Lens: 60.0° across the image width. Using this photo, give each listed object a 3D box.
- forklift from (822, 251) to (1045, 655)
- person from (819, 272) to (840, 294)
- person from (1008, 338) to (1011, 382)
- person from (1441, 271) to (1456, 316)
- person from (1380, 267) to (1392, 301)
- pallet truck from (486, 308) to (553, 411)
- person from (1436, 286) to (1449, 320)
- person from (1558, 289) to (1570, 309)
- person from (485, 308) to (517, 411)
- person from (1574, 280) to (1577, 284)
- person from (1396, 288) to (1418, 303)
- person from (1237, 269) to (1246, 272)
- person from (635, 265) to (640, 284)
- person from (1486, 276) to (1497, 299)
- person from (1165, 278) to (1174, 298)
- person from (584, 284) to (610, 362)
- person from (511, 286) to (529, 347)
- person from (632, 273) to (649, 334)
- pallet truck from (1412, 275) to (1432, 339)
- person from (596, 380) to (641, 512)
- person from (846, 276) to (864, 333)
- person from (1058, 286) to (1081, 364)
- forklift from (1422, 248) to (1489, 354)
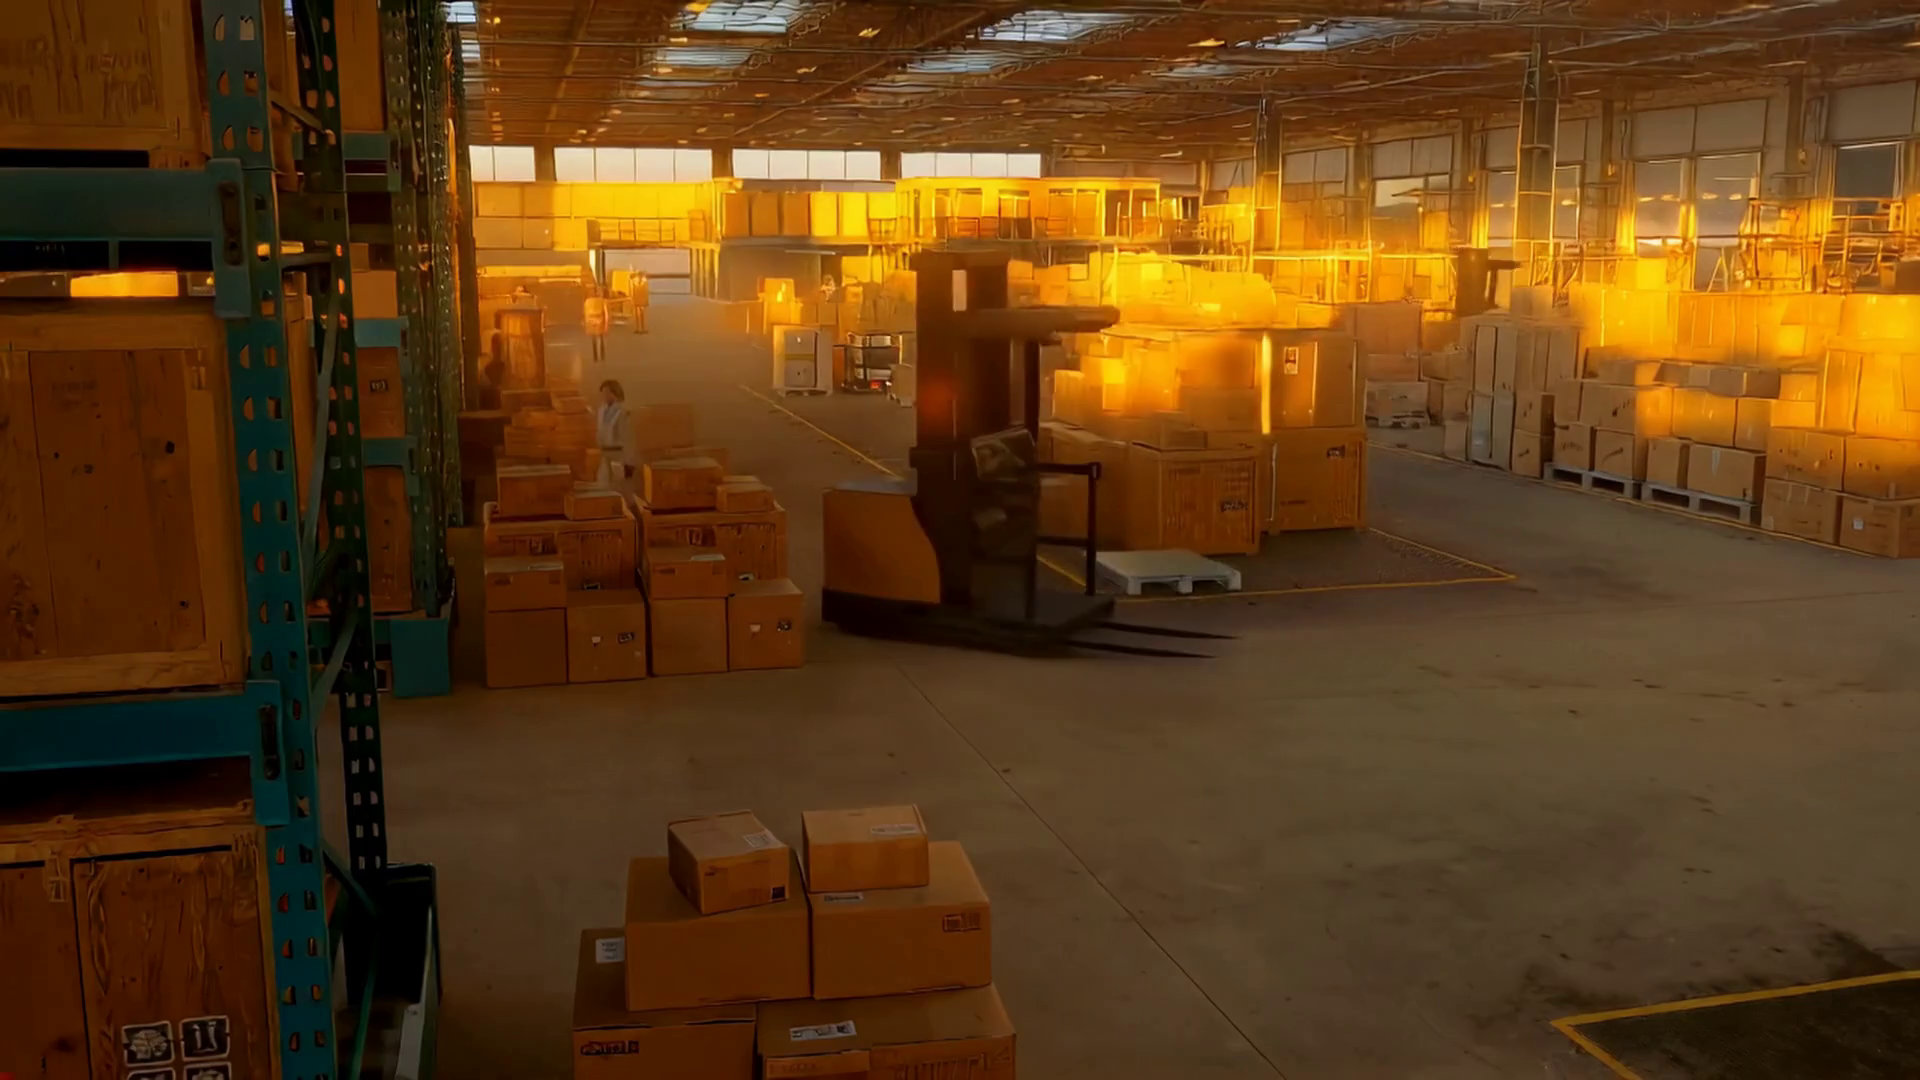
[{"bbox_3d":[-0.001,-0.717,12.235,1.873,2.768,1.129,6,11,29],"label":"forklift"},{"bbox_3d":[-4.373,-8.005,55.878,0.688,2.000,0.551,-1,10,-7],"label":"person"},{"bbox_3d":[0.872,-4.257,35.139,0.507,1.872,0.329,-9,13,-41],"label":"person"},{"bbox_3d":[18.935,-9.471,64.496,0.619,1.924,0.457,3,10,16],"label":"person"},{"bbox_3d":[20.361,-12.041,79.186,0.598,1.881,0.969,-4,11,-24],"label":"person"},{"bbox_3d":[-6.242,-2.418,24.362,0.823,1.965,1.885,1,10,3],"label":"pallet truck"},{"bbox_3d":[14.527,-6.821,50.160,0.319,1.693,0.532,-2,10,-14],"label":"person"},{"bbox_3d":[15.422,-5.493,42.360,0.526,1.798,0.960,-3,10,-14],"label":"person"},{"bbox_3d":[-7.212,-2.679,26.105,0.473,1.898,0.638,-2,10,-12],"label":"person"},{"bbox_3d":[21.483,-8.134,57.560,0.686,1.715,0.497,3,10,16],"label":"person"},{"bbox_3d":[10.351,-4.888,38.582,0.655,1.920,0.646,7,12,36],"label":"person"},{"bbox_3d":[15.737,-14.539,93.062,0.633,1.973,0.577,-3,10,-16],"label":"person"},{"bbox_3d":[-16.678,-13.292,86.257,0.349,1.884,0.584,-3,10,-16],"label":"person"},{"bbox_3d":[18.773,-8.421,58.857,0.620,1.837,0.430,-10,14,-44],"label":"person"},{"bbox_3d":[6.734,-7.506,53.585,0.328,1.861,0.503,2,10,9],"label":"person"},{"bbox_3d":[-9.021,-5.396,41.369,0.624,1.942,0.500,-3,10,-15],"label":"person"},{"bbox_3d":[-12.524,-6.324,47.213,0.548,1.724,0.852,2,10,9],"label":"person"},{"bbox_3d":[-10.525,-7.799,54.842,0.381,1.994,0.622,9,14,42],"label":"person"},{"bbox_3d":[14.620,-7.324,52.145,0.823,1.965,1.885,8,13,40],"label":"pallet truck"},{"bbox_3d":[-3.344,-0.742,16.014,0.533,1.580,0.862,7,12,34],"label":"person"},{"bbox_3d":[-3.276,-7.260,51.941,0.551,1.940,0.349,1,10,3],"label":"person"},{"bbox_3d":[2.674,-5.249,40.682,0.629,1.896,0.485,-4,11,-23],"label":"person"},{"bbox_3d":[12.103,-5.545,39.570,1.873,2.768,1.129,-3,10,-15],"label":"forklift"}]
